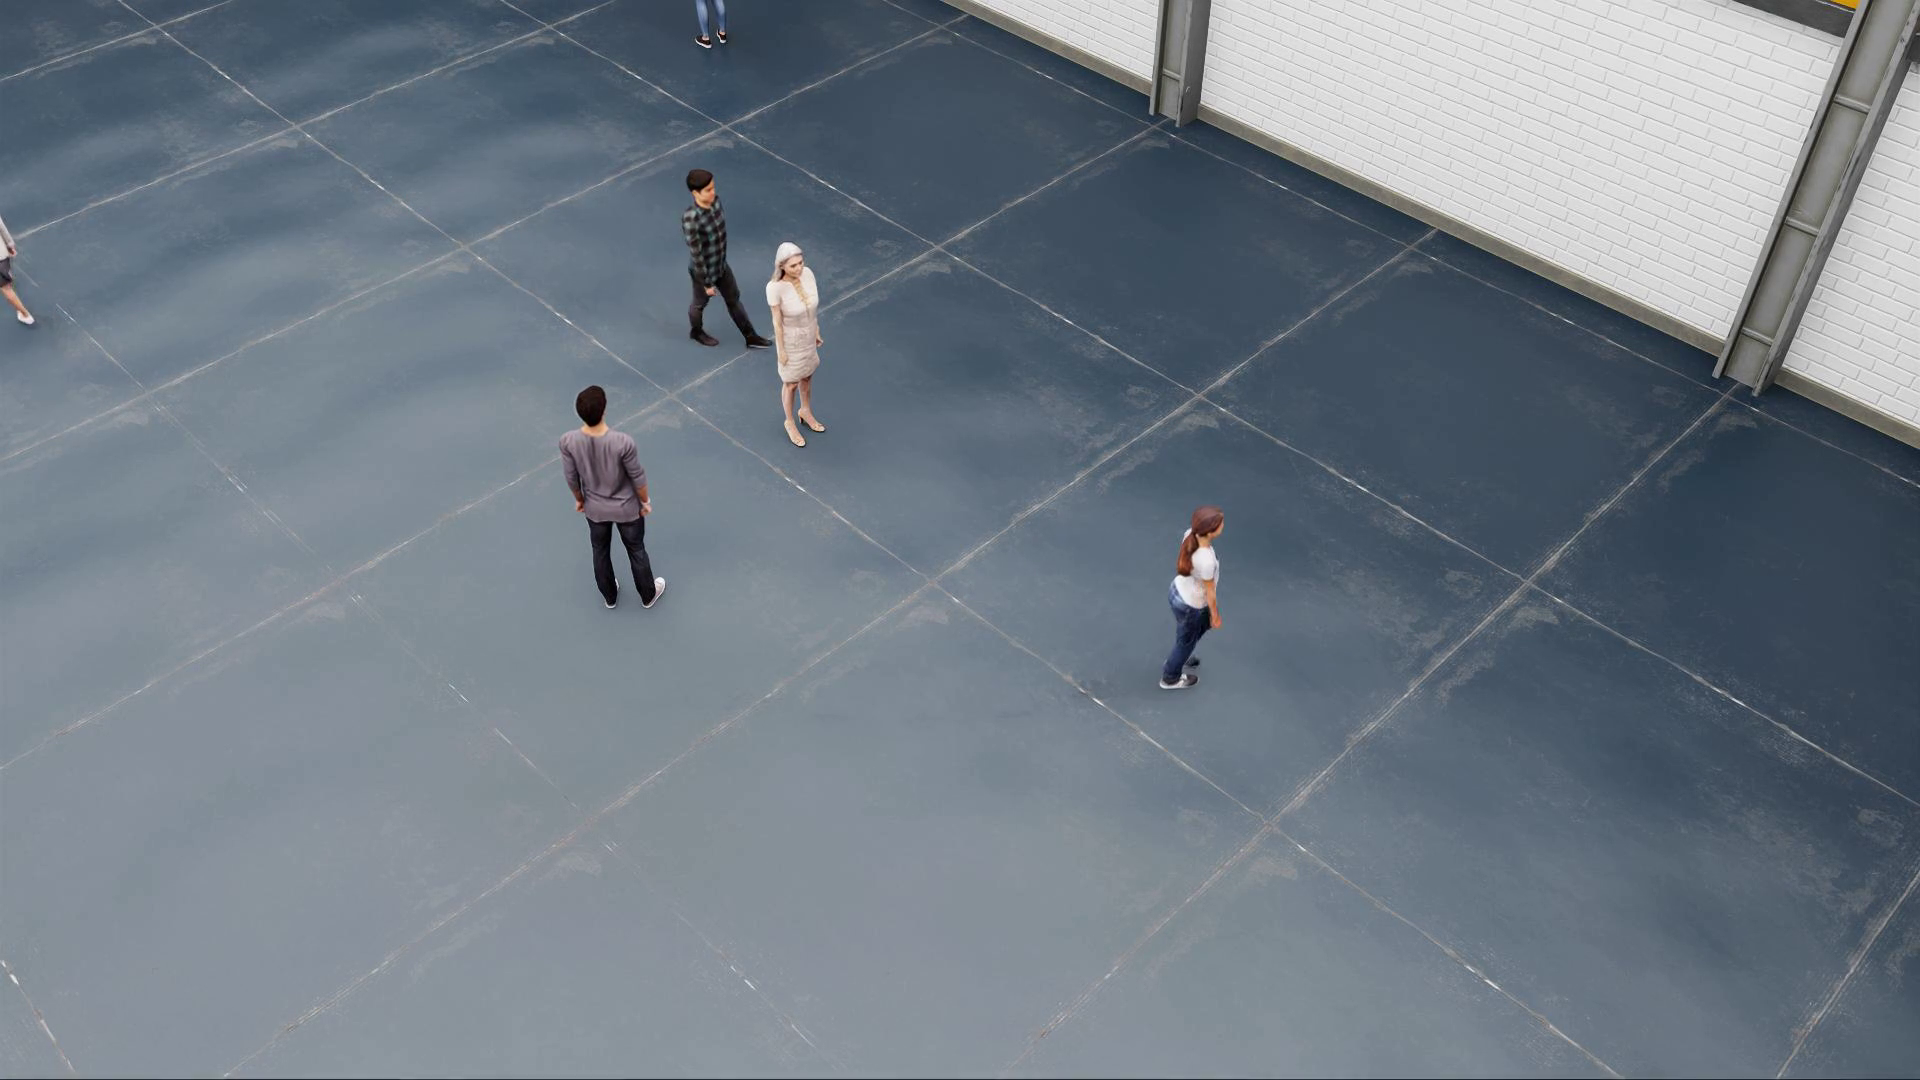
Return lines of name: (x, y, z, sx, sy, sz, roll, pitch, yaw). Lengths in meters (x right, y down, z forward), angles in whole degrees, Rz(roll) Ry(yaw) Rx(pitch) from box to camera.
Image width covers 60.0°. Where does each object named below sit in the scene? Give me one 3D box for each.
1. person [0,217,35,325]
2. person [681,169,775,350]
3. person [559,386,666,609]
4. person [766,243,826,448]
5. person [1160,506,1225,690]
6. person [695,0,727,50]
person: (-7.949, -2.332, 13.698, 0.902, 1.236, 0.553, 29, 51, 27)
person: (-2.073, -2.241, 13.340, 1.095, 1.686, 0.900, 19, 47, 19)
person: (-2.325, -0.261, 11.077, 0.723, 1.853, 0.797, 2, 44, 2)
person: (-1.227, -1.475, 12.435, 0.560, 1.736, 0.609, 30, 51, 28)
person: (1.413, 0.397, 10.609, 0.717, 1.545, 0.653, -6, 44, -7)
person: (-2.640, -5.902, 17.121, 0.688, 1.683, 0.655, -21, 47, -21)
